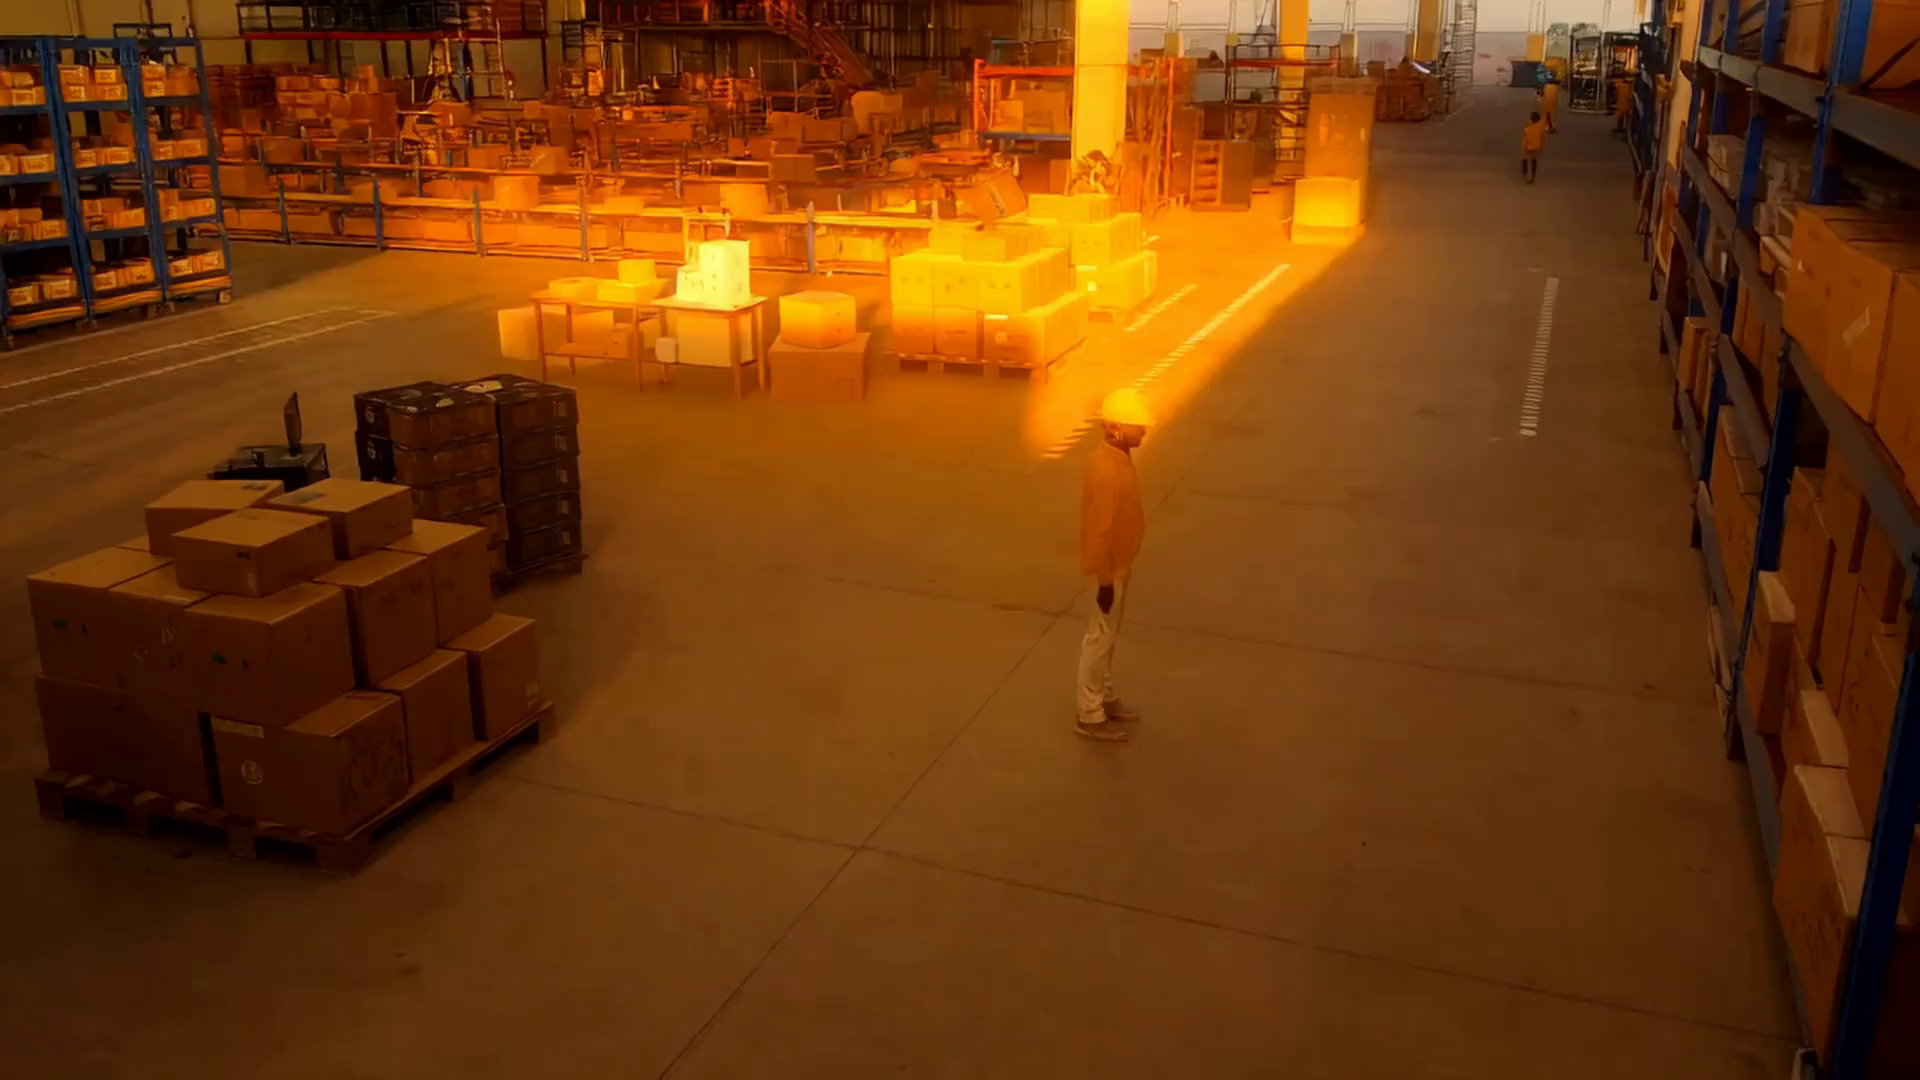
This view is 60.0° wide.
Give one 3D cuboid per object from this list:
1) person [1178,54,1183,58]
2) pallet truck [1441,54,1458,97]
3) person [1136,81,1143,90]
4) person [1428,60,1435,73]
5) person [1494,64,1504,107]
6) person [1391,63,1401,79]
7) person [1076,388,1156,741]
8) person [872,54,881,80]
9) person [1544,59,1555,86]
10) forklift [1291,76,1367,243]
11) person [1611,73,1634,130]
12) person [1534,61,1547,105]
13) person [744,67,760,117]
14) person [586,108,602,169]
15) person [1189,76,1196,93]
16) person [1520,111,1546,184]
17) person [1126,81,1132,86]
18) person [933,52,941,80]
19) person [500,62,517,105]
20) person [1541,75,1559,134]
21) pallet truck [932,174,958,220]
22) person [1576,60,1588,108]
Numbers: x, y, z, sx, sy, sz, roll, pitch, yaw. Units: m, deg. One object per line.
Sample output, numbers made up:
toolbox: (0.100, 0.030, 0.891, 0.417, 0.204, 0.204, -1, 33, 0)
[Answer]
person: (11.167, -23.686, 84.274, 0.429, 1.839, 0.623, 9, 20, 27)
pallet truck: (22.765, -21.886, 78.355, 0.823, 1.965, 1.885, -4, 18, -14)
person: (8.807, -22.986, 81.936, 0.387, 1.932, 0.623, -14, 23, -38)
person: (22.586, -22.190, 79.832, 0.416, 1.663, 0.584, 1, 18, 3)
person: (22.923, -19.303, 70.655, 0.294, 1.744, 0.487, 8, 19, 23)
person: (18.523, -19.328, 70.621, 0.967, 1.813, 0.496, 14, 22, 37)
person: (0.854, 0.134, 9.198, 0.405, 1.987, 0.608, 4, 18, 12)
person: (-4.010, -22.571, 80.615, 0.376, 1.933, 0.544, 15, 23, 39)
person: (25.961, -20.194, 73.259, 0.361, 1.907, 0.627, -8, 19, -23)
forklift: (6.598, -6.755, 29.381, 1.129, 2.768, 1.873, 6, 19, 19)
person: (22.487, -14.871, 56.457, 1.022, 1.908, 0.627, -12, 21, -34)
person: (25.180, -19.813, 72.115, 0.543, 1.829, 0.428, -5, 18, -14)
person: (-7.376, -15.797, 59.179, 0.633, 2.023, 0.425, -12, 21, -33)
person: (-8.579, -9.198, 38.887, 0.401, 1.755, 0.530, -3, 18, -8)
person: (8.116, -15.051, 57.178, 0.545, 1.808, 0.620, 7, 19, 20)
person: (13.420, -9.210, 39.035, 0.546, 1.671, 0.569, -2, 18, -7)
person: (6.075, -16.122, 60.253, 0.391, 1.990, 0.621, -2, 18, -5)
person: (-1.269, -25.583, 90.234, 0.621, 1.840, 0.430, -14, 22, -37)
person: (-19.600, -19.721, 71.844, 1.025, 1.828, 0.595, 6, 19, 18)
person: (19.511, -14.368, 54.912, 0.694, 1.898, 0.388, 15, 23, 38)
pallet truck: (-0.507, -5.292, 27.348, 0.653, 1.274, 1.630, 6, 19, 19)
person: (26.194, -19.194, 70.015, 0.384, 1.924, 0.589, 10, 20, 28)
